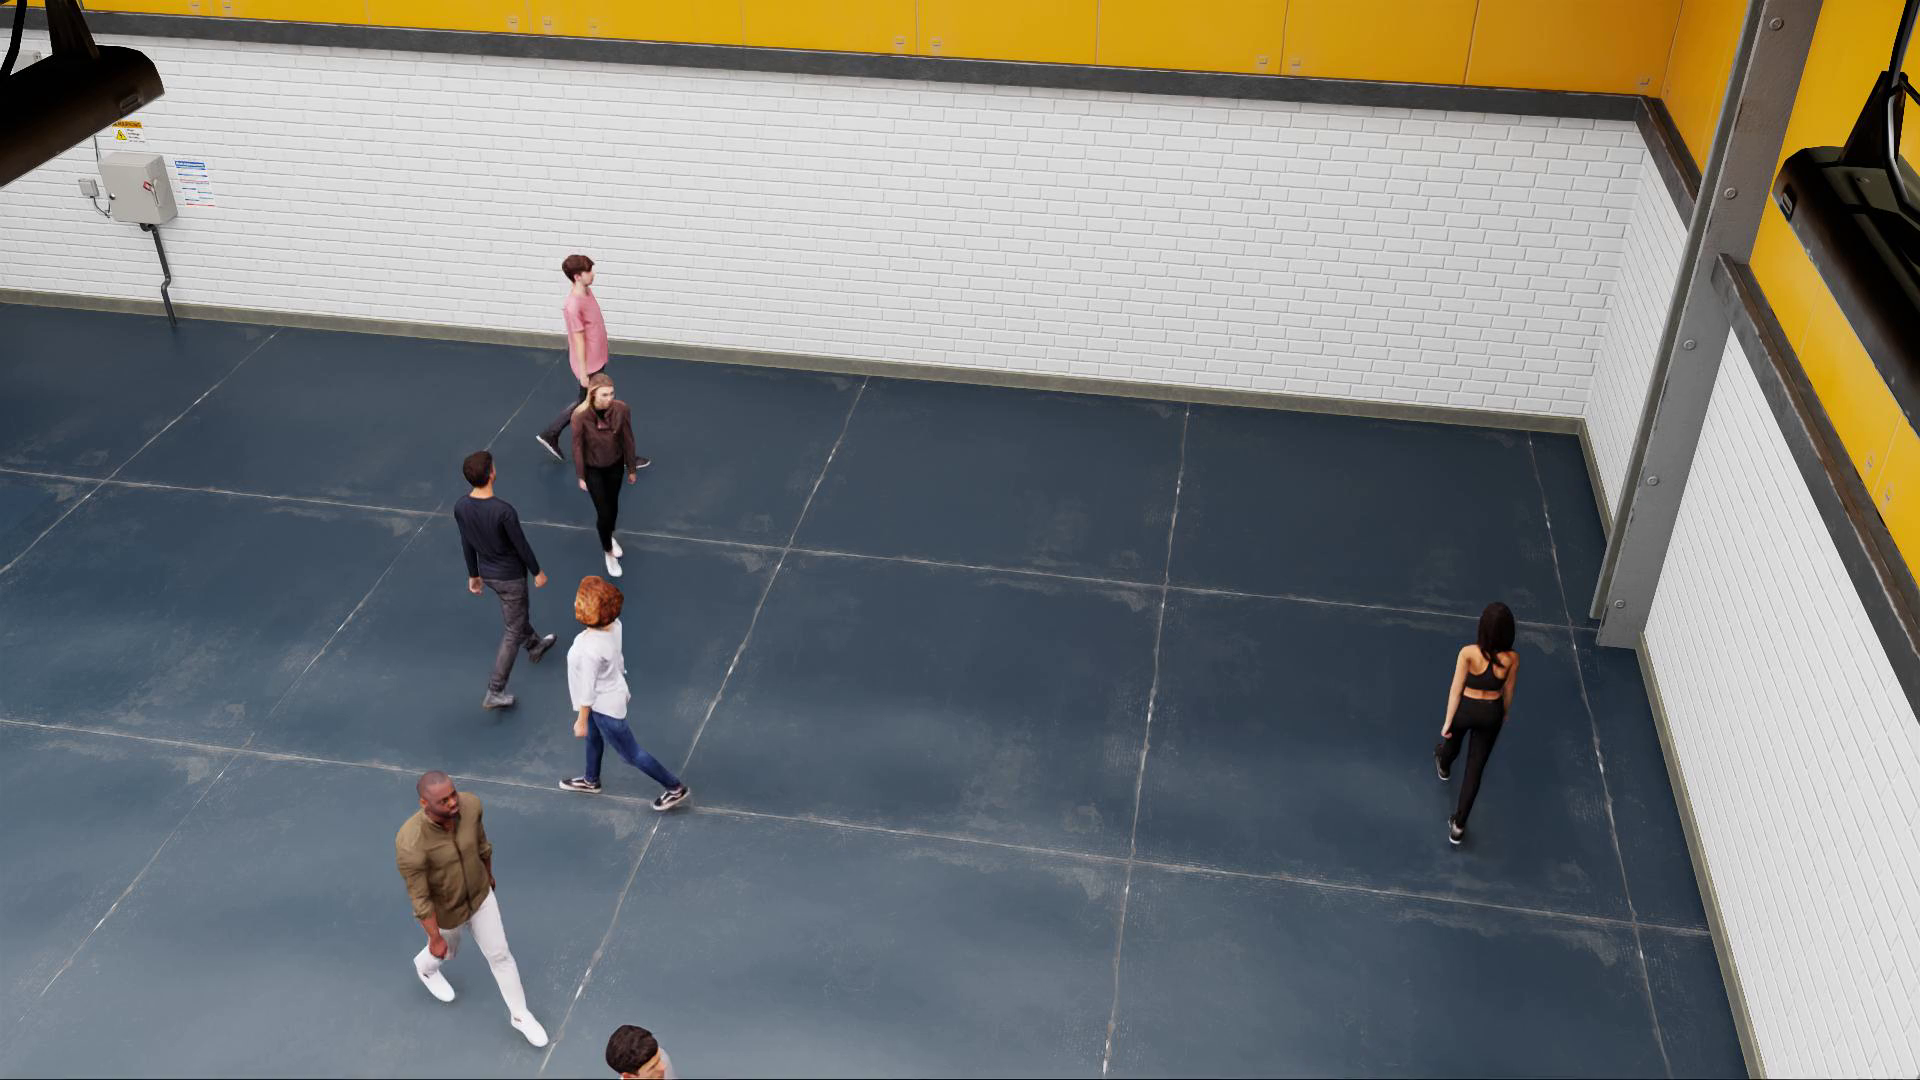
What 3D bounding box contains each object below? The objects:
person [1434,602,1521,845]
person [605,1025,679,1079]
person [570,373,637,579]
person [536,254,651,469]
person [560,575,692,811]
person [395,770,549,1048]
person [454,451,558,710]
[{"bbox_3d":[3.154,1.149,10.142,0.576,1.605,1.041,5,34,7],"label":"person"},{"bbox_3d":[-1.336,2.826,7.331,0.820,1.923,0.602,2,34,3],"label":"person"},{"bbox_3d":[-2.746,-0.578,12.678,0.854,1.673,0.920,-17,37,-24],"label":"person"},{"bbox_3d":[-3.155,-1.448,13.758,0.865,1.926,1.171,-1,34,-2],"label":"person"},{"bbox_3d":[-2.093,0.997,10.293,0.814,1.690,1.088,0,34,0],"label":"person"},{"bbox_3d":[-2.739,1.900,8.844,1.133,1.791,1.231,22,39,29],"label":"person"},{"bbox_3d":[-3.106,0.296,11.218,0.892,1.833,1.259,16,37,22],"label":"person"}]
